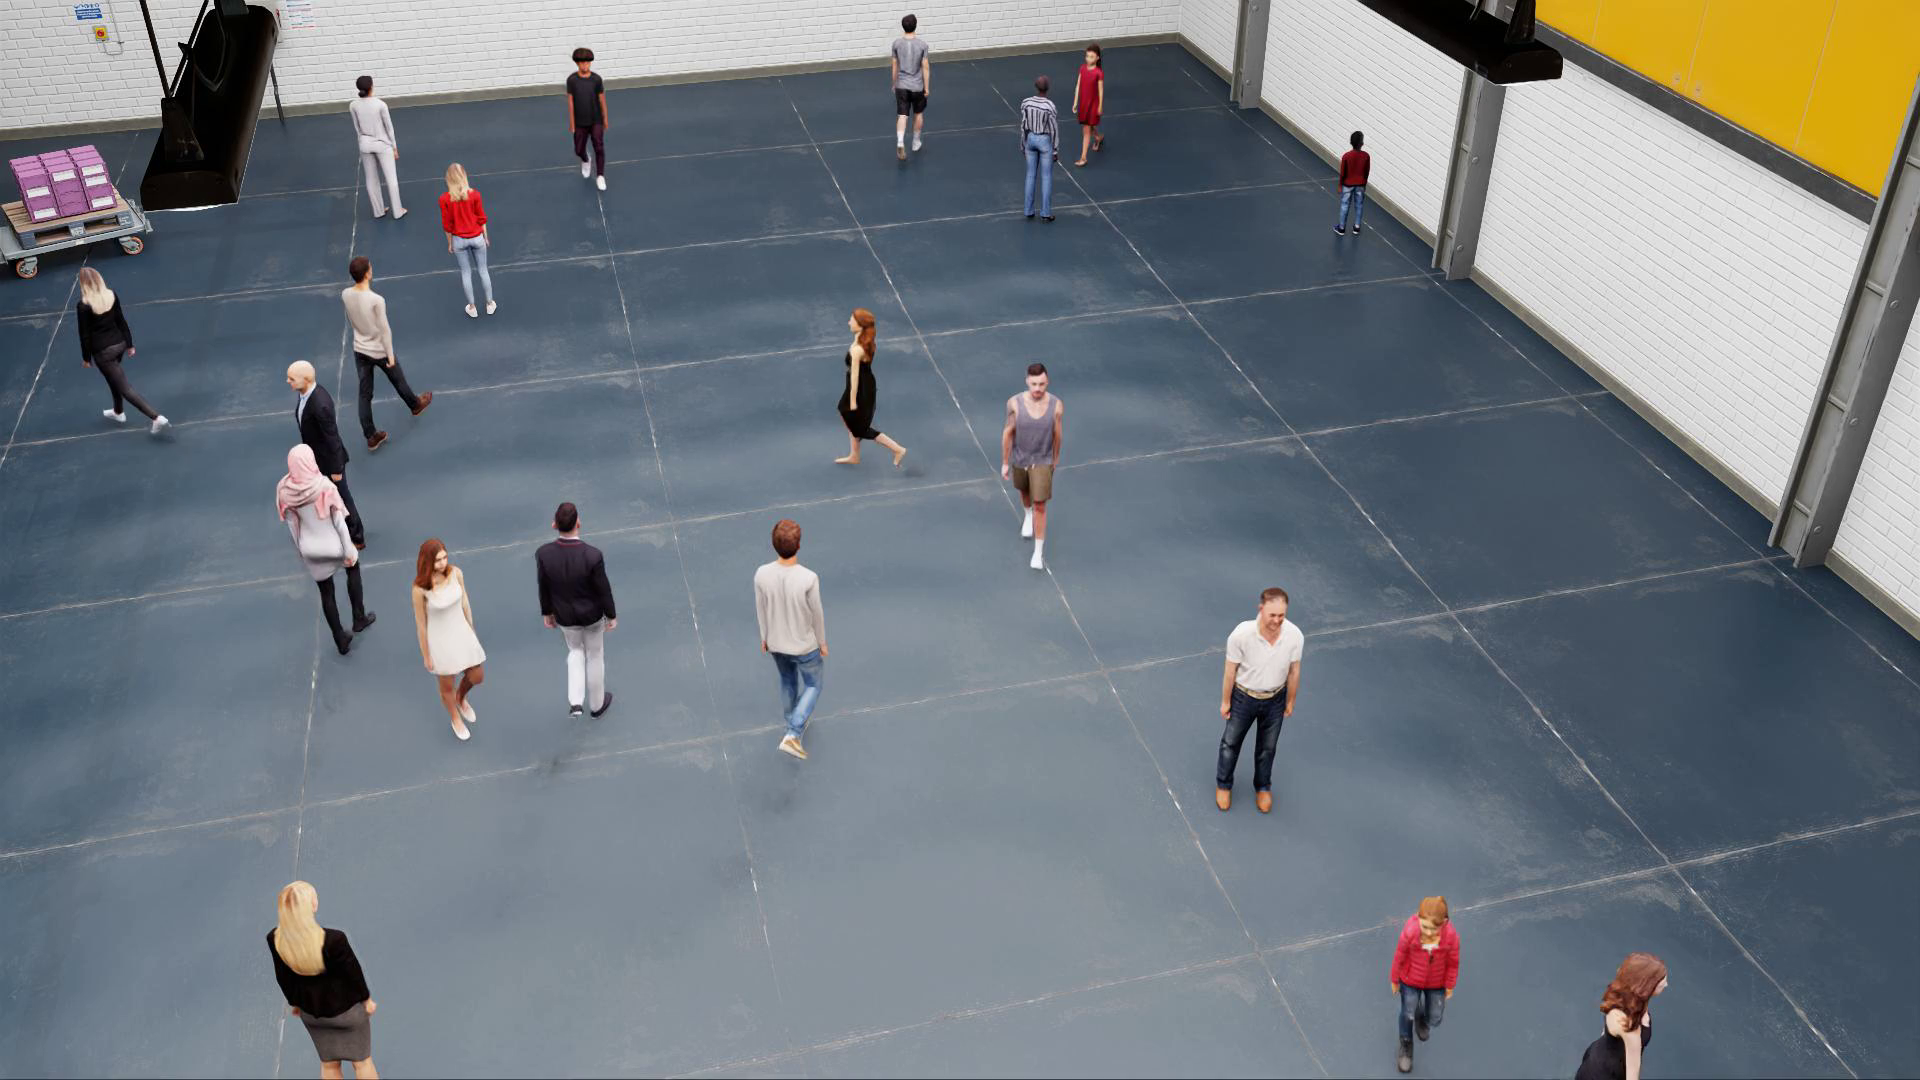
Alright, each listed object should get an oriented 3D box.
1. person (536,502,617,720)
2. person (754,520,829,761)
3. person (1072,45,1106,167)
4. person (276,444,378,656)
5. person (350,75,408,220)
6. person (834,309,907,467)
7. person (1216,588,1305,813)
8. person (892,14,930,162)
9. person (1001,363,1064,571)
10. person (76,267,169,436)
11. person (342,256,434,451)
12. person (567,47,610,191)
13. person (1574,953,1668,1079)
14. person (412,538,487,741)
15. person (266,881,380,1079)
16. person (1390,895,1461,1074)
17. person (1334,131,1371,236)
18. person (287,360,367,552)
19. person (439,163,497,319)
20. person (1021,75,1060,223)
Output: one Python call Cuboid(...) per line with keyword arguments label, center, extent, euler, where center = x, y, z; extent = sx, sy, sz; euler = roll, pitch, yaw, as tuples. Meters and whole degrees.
Cuboid(label="person", center=(-2.770, 0.599, 11.962), extent=(0.823, 1.822, 0.870), euler=(4, 34, 6))
Cuboid(label="person", center=(-1.191, 0.766, 11.653), extent=(0.918, 1.887, 1.026), euler=(10, 35, 14))
Cuboid(label="person", center=(1.725, -5.722, 21.738), extent=(1.011, 1.527, 0.980), euler=(24, 40, 31))
Cuboid(label="person", center=(-4.879, 0.117, 12.715), extent=(0.716, 1.792, 0.774), euler=(-3, 34, -4))
Cuboid(label="person", center=(-7.054, -4.740, 20.075), extent=(0.677, 1.733, 0.644), euler=(1, 34, 1))
Cuboid(label="person", center=(-0.813, -1.327, 15.058), extent=(0.880, 1.603, 0.957), euler=(6, 34, 10))
Cuboid(label="person", center=(2.019, 1.045, 11.268), extent=(0.728, 1.848, 0.695), euler=(3, 34, 5))
Cuboid(label="person", center=(-0.672, -5.880, 21.693), extent=(0.966, 1.841, 1.195), euler=(6, 34, 9))
Cuboid(label="person", center=(0.603, -0.727, 14.031), extent=(0.944, 1.796, 1.246), euler=(4, 34, 7))
Cuboid(label="person", center=(-7.920, -1.729, 15.622), extent=(1.100, 1.647, 1.138), euler=(12, 35, 17))
Cuboid(label="person", center=(-5.492, -1.694, 15.417), extent=(1.087, 1.816, 1.264), euler=(10, 35, 15))
Cuboid(label="person", center=(-4.686, -5.332, 20.933), extent=(0.633, 1.769, 0.806), euler=(-8, 34, -12))
Cuboid(label="person", center=(3.297, 2.792, 8.747), extent=(0.812, 1.730, 0.762), euler=(13, 36, 18))
Cuboid(label="person", center=(-3.716, 0.670, 11.968), extent=(0.701, 1.697, 0.752), euler=(-23, 40, -31))
Cuboid(label="person", center=(-3.398, 2.560, 8.994), extent=(0.669, 1.842, 0.637), euler=(1, 34, 1))
Cuboid(label="person", center=(2.665, 2.490, 9.584), extent=(0.648, 1.305, 0.728), euler=(5, 34, 8))
Cuboid(label="person", center=(4.680, -4.240, 19.755), extent=(0.548, 1.254, 0.543), euler=(-1, 34, -2))
Cuboid(label="person", center=(-5.310, -0.707, 13.949), extent=(0.823, 1.798, 0.650), euler=(-22, 40, -30))
Cuboid(label="person", center=(-5.264, -3.204, 17.789), extent=(0.635, 1.705, 0.536), euler=(-12, 36, -18))
Cuboid(label="person", center=(0.956, -4.688, 19.941), extent=(0.700, 1.795, 0.750), euler=(16, 37, 23))
